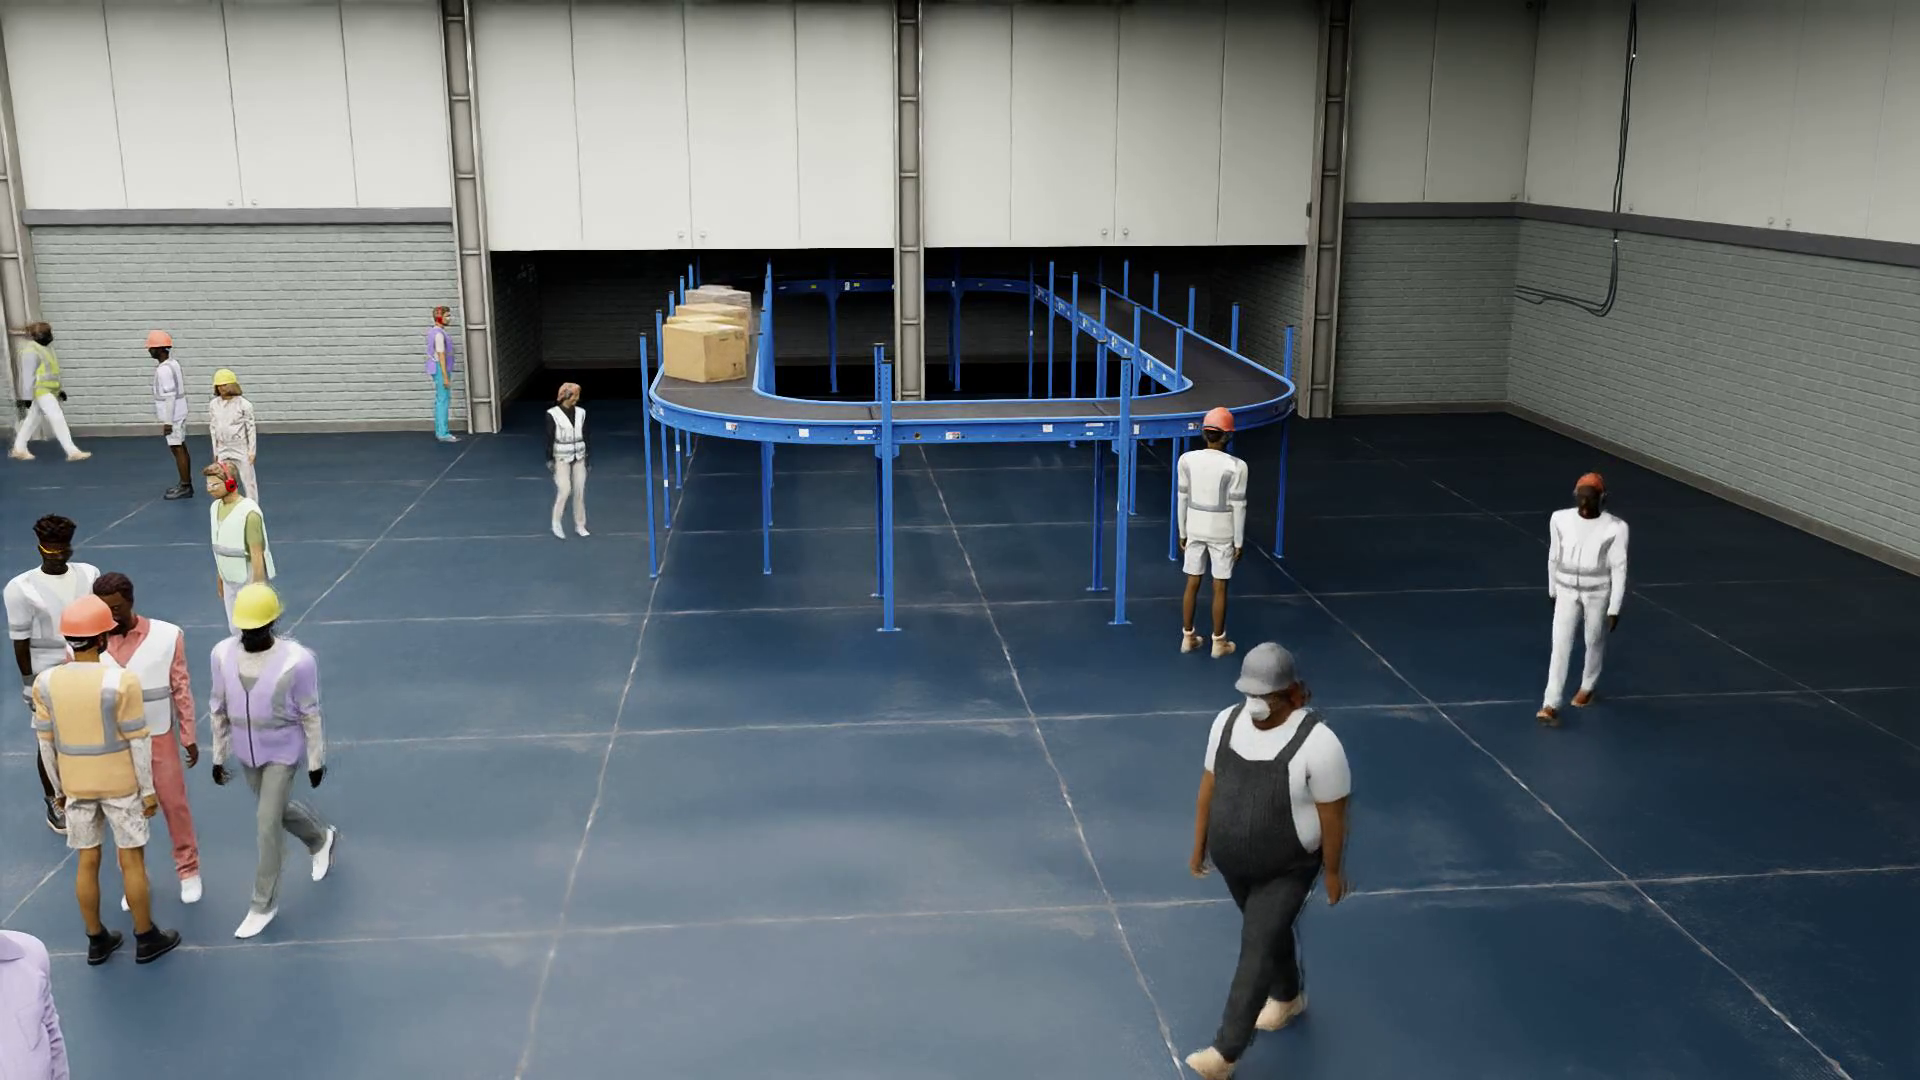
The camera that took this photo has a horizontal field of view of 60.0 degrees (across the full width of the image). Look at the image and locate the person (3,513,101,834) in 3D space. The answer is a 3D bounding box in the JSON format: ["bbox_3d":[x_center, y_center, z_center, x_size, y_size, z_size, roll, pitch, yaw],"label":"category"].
[{"bbox_3d":[-5.443,0.794,10.147,0.391,1.957,0.608,8,16,28],"label":"person"}]

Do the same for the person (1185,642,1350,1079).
[{"bbox_3d":[1.329,1.400,7.551,1.033,2.000,0.703,-12,18,-40],"label":"person"}]

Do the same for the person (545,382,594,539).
[{"bbox_3d":[-4.072,-0.833,17.335,0.358,1.625,0.531,11,18,38],"label":"person"}]

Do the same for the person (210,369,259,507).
[{"bbox_3d":[-7.637,-0.933,17.489,0.487,1.744,0.312,2,14,9],"label":"person"}]

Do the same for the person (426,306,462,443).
[{"bbox_3d":[-7.032,-2.246,22.537,0.381,1.844,0.566,-6,15,-22],"label":"person"}]

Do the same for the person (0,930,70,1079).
[{"bbox_3d":[-3.194,1.988,5.475,0.407,1.904,0.655,7,16,26],"label":"person"}]

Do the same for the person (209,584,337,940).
[{"bbox_3d":[-3.708,1.108,9.034,0.606,1.891,0.901,3,14,12],"label":"person"}]

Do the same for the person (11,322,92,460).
[{"bbox_3d":[-11.759,-1.894,21.256,0.978,1.796,0.607,-3,14,-13],"label":"person"}]

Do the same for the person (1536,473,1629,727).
[{"bbox_3d":[4.469,0.415,11.934,0.588,1.819,1.061,10,17,35],"label":"person"}]

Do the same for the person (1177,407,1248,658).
[{"bbox_3d":[2.037,-0.060,13.418,0.603,2.035,0.403,9,17,33],"label":"person"}]

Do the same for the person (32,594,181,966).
[{"bbox_3d":[-4.354,1.225,8.463,0.547,1.938,0.379,0,14,2],"label":"person"}]

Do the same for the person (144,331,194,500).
[{"bbox_3d":[-9.070,-1.430,19.085,0.371,1.939,0.543,-4,15,-15],"label":"person"}]

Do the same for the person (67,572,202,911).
[{"bbox_3d":[-4.502,1.082,9.108,0.601,1.905,0.388,-4,15,-17],"label":"person"}]

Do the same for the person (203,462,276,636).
[{"bbox_3d":[-5.315,0.314,12.329,0.572,1.831,0.403,11,17,36],"label":"person"}]
